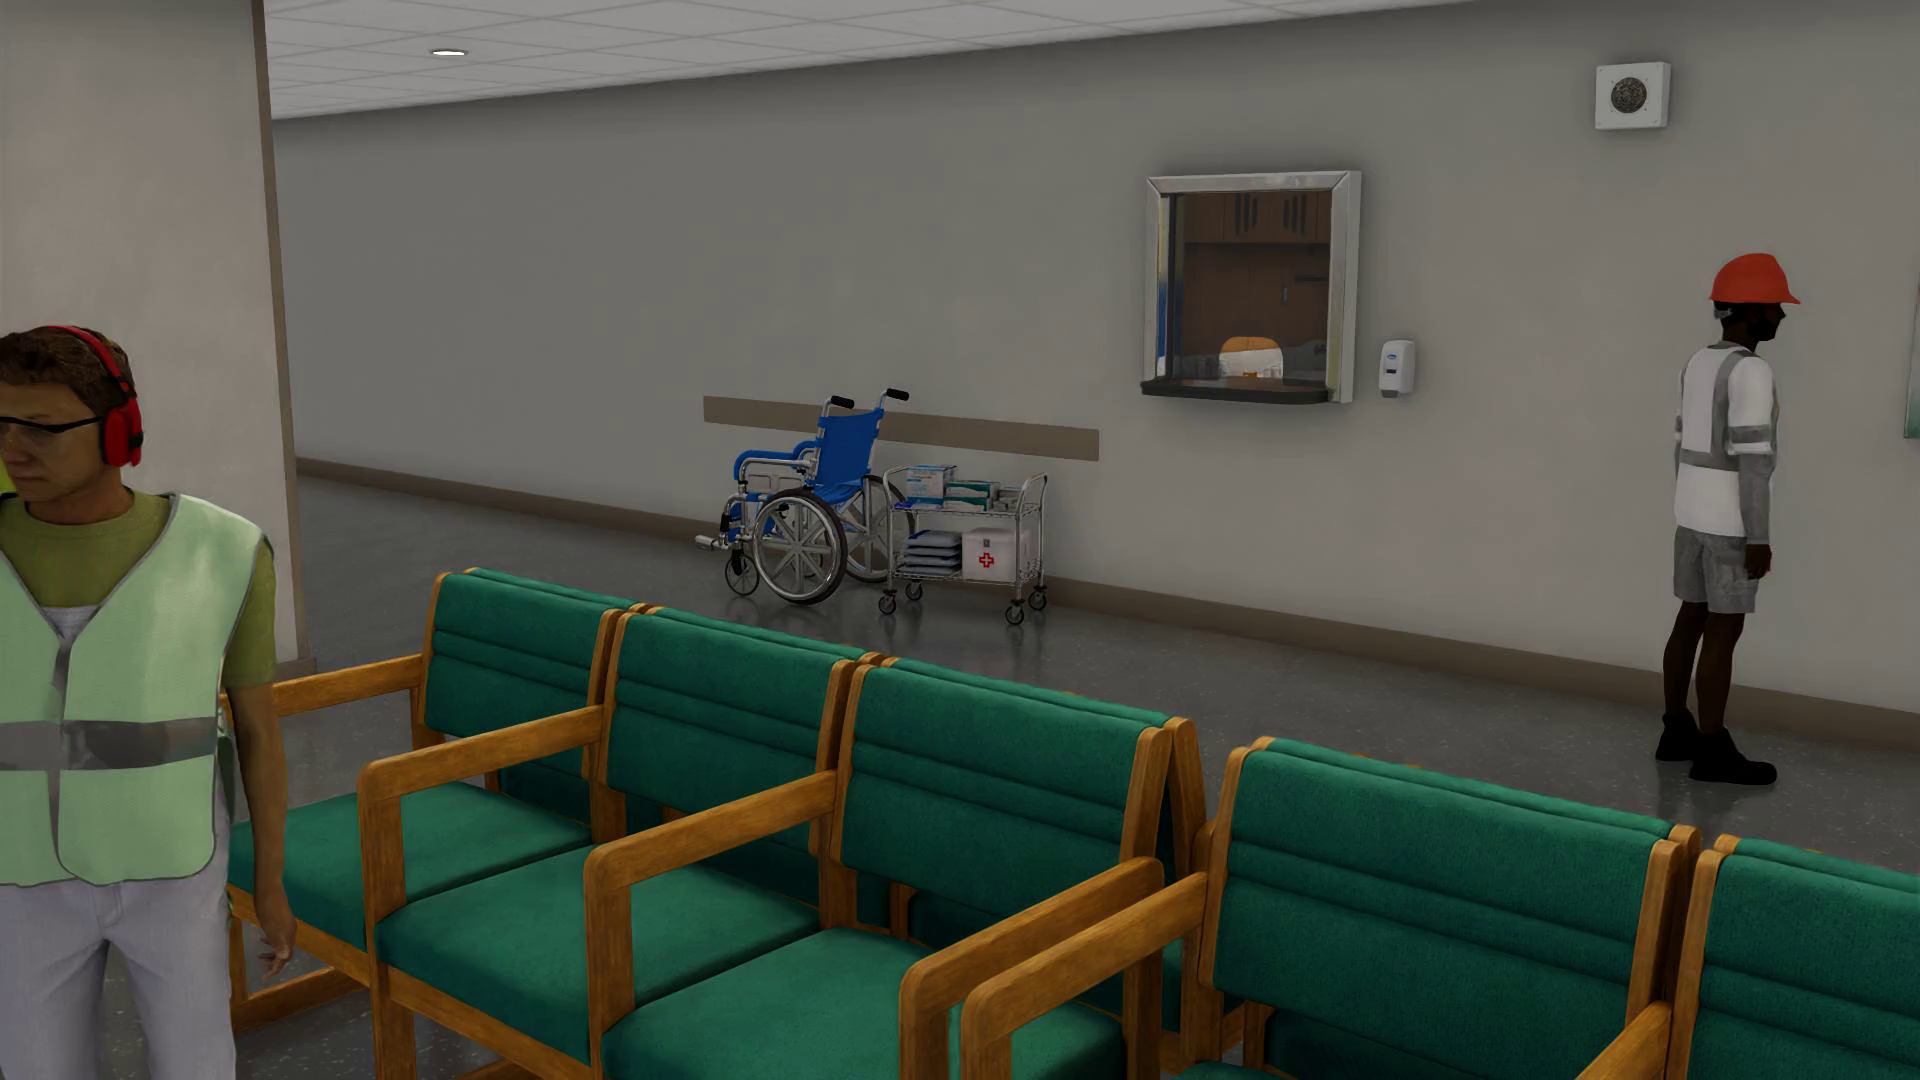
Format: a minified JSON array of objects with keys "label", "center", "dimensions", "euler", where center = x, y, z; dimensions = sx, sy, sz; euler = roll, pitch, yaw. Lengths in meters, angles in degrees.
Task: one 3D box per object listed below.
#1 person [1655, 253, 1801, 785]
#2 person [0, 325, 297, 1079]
[{"label":"person","center":[2.842,-0.078,6.152],"dimensions":[0.370,1.939,0.543],"euler":[0,10,-1]},{"label":"person","center":[-1.404,0.566,2.765],"dimensions":[0.564,1.839,0.395],"euler":[-3,10,-14]}]
